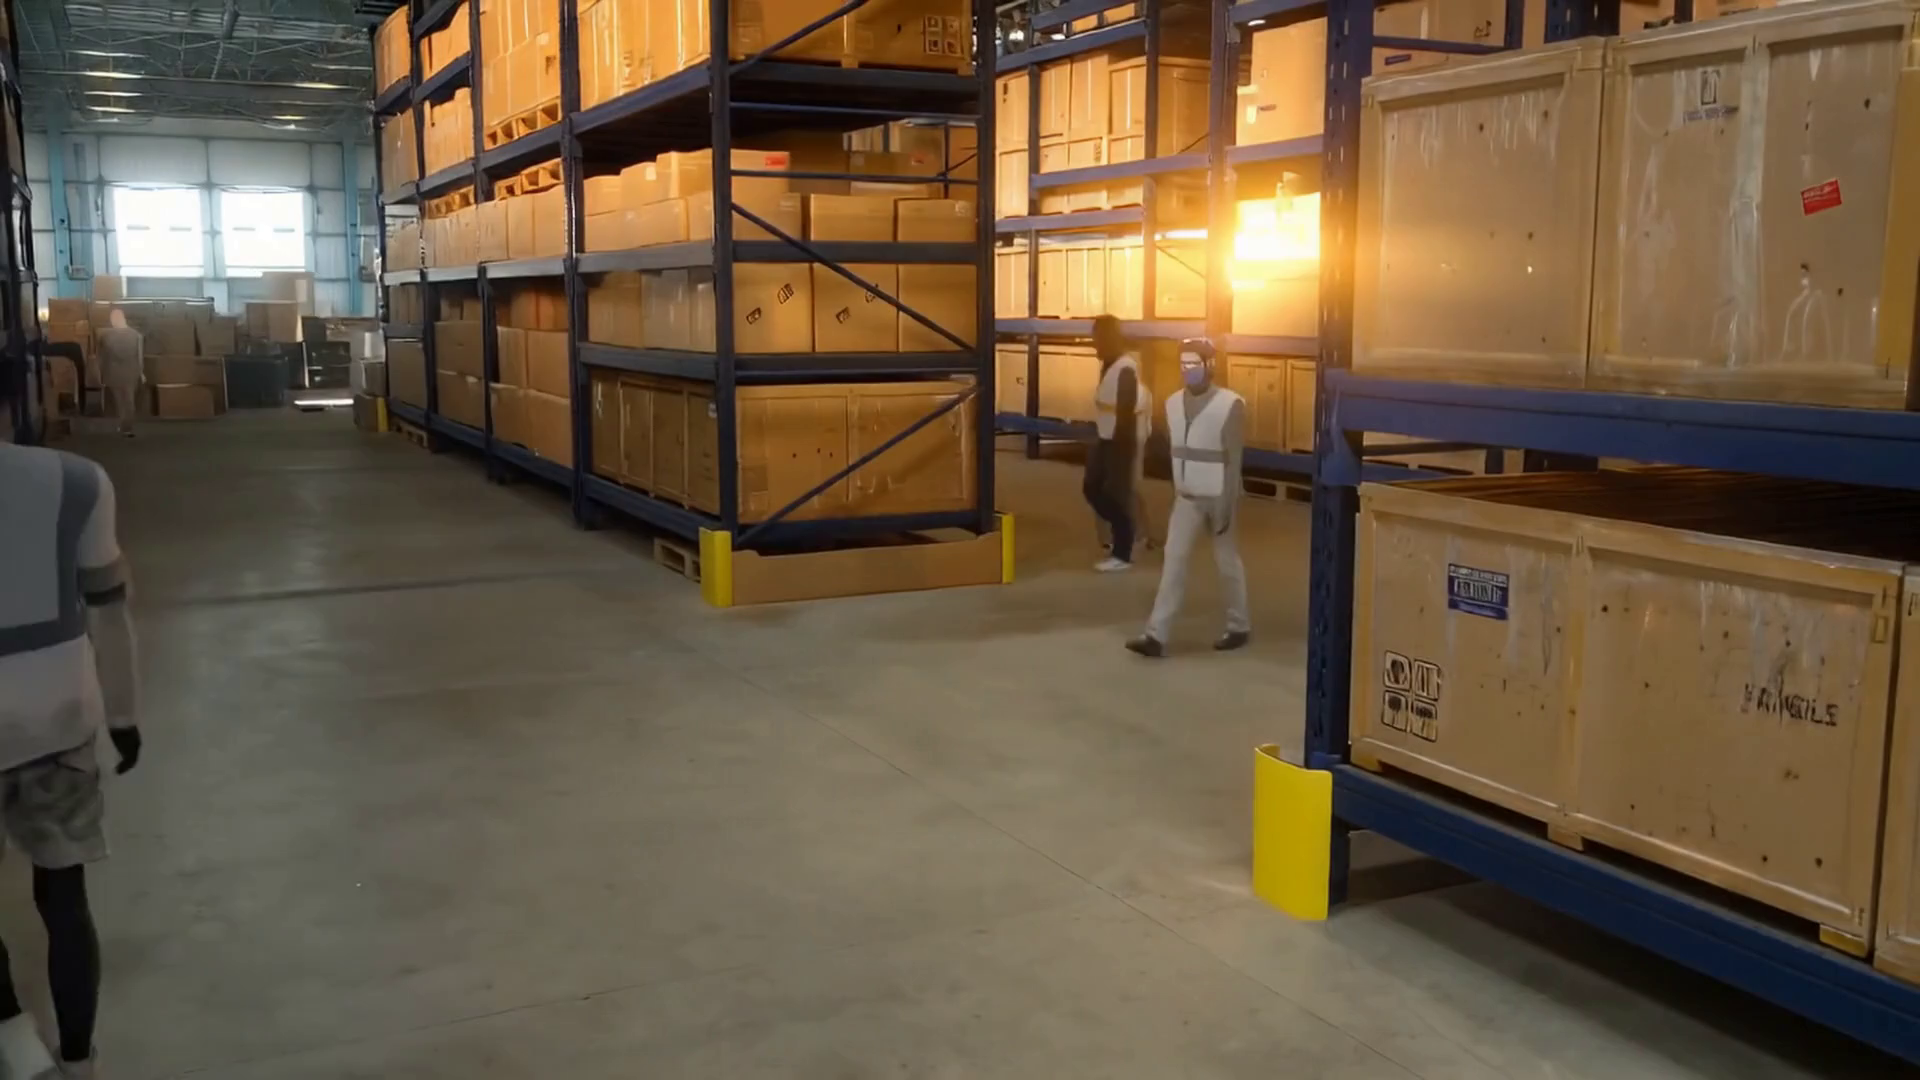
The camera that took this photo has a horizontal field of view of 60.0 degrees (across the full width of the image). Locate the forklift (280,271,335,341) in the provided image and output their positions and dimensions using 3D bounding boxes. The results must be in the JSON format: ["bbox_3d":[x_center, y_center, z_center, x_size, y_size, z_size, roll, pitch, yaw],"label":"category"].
[{"bbox_3d":[-19.050,-6.375,48.047,1.873,2.768,1.129,6,10,36],"label":"forklift"}]

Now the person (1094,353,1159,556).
[{"bbox_3d":[1.299,-0.650,12.981,0.492,1.600,0.725,-3,9,-22],"label":"person"}]

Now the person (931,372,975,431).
[{"bbox_3d":[-0.191,-2.295,24.312,0.733,1.605,0.526,-1,8,-10],"label":"person"}]

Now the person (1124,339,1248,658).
[{"bbox_3d":[1.343,-0.227,9.366,0.979,1.790,0.589,-8,11,-42],"label":"person"}]

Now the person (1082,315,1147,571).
[{"bbox_3d":[1.159,-0.716,12.416,0.450,1.898,0.696,-2,8,-10],"label":"person"}]

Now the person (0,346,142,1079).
[{"bbox_3d":[-2.270,0.449,3.957,0.670,2.016,0.435,-8,11,-44],"label":"person"}]

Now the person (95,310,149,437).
[{"bbox_3d":[-12.391,-2.456,24.518,0.976,1.852,0.676,8,11,43],"label":"person"}]

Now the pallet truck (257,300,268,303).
[{"bbox_3d":[-23.913,-7.404,58.171,1.885,1.965,0.823,-1,8,-9],"label":"pallet truck"}]
